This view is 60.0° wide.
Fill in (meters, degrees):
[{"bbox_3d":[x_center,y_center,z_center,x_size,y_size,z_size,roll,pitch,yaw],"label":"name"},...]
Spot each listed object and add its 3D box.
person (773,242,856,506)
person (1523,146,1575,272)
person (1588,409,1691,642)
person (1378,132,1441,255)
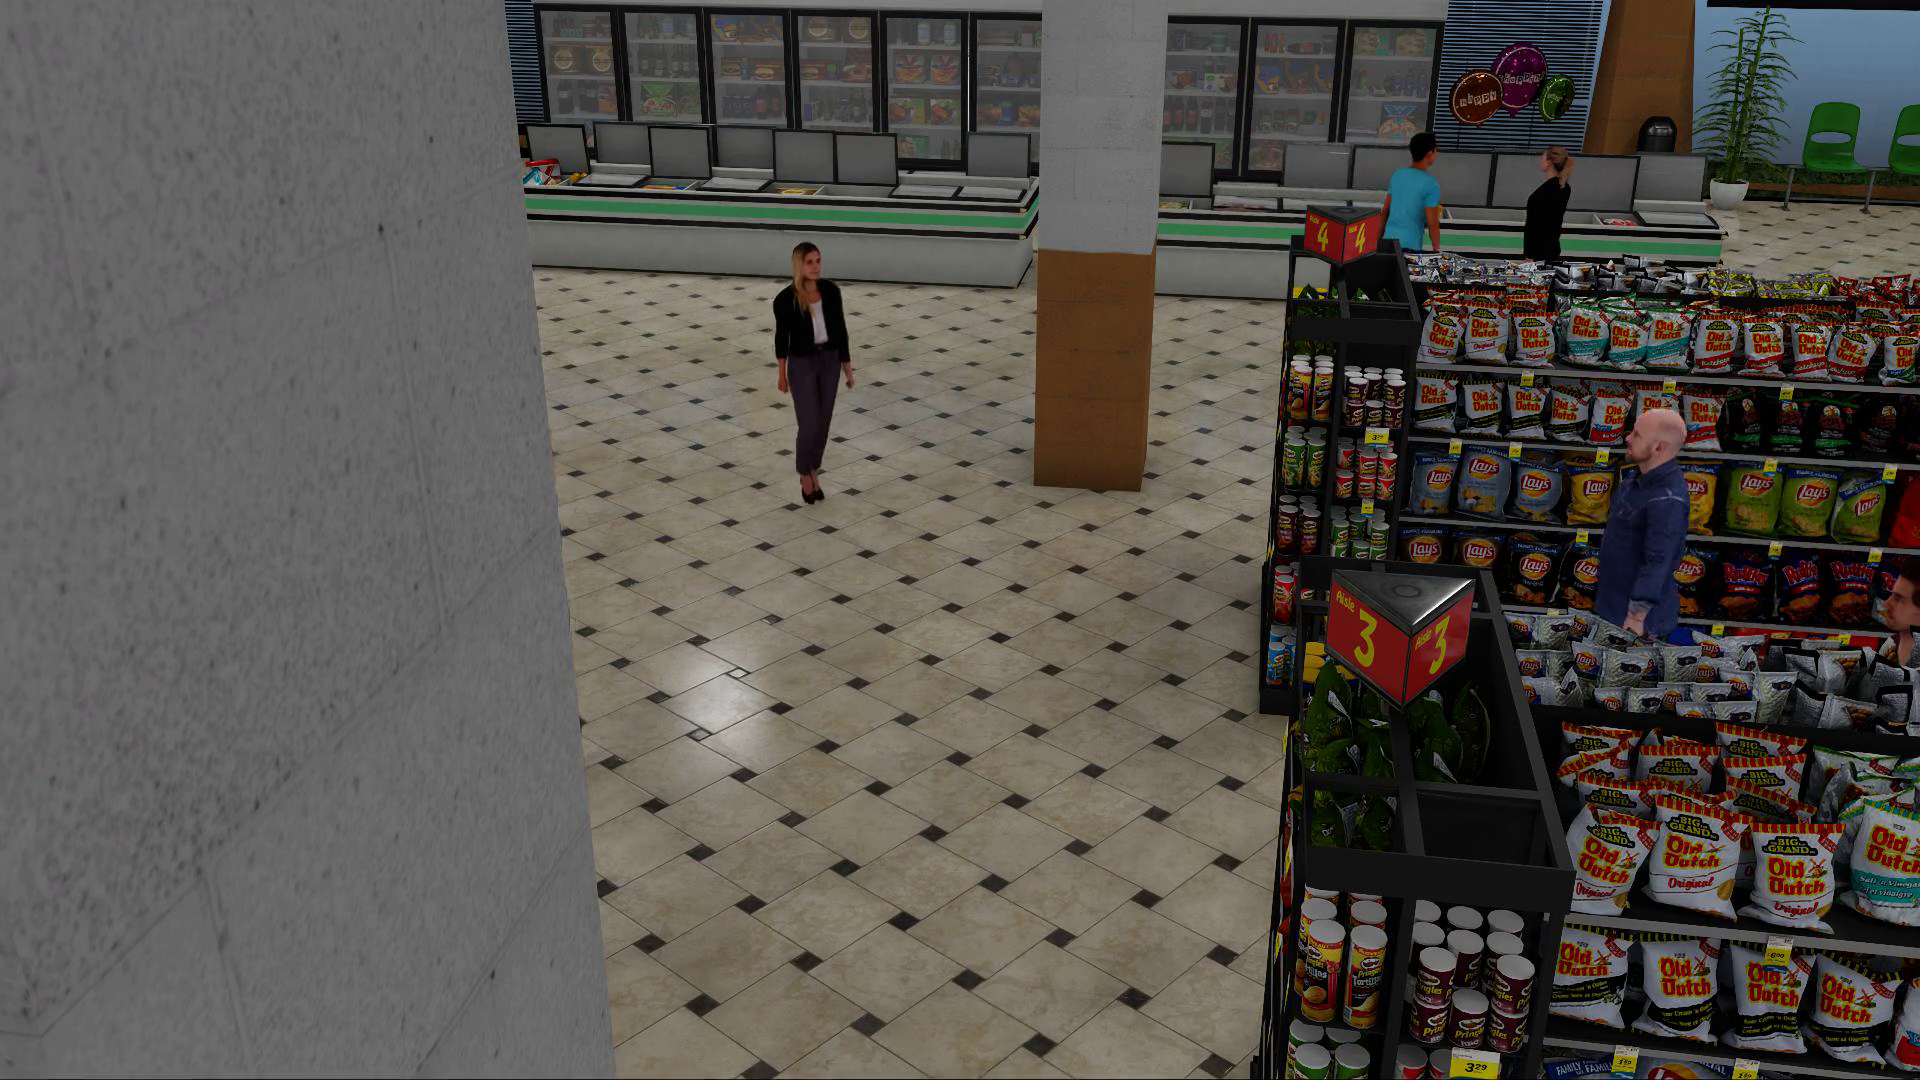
[{"bbox_3d":[-0.950,-1.038,10.318,0.724,1.658,0.785,-15,28,-31],"label":"person"},{"bbox_3d":[4.522,-2.197,12.904,0.719,1.707,0.698,21,31,39],"label":"person"},{"bbox_3d":[2.907,0.307,7.046,0.715,1.817,0.726,5,24,11],"label":"person"},{"bbox_3d":[3.413,-2.283,13.046,0.973,1.751,0.909,-13,27,-27],"label":"person"}]
